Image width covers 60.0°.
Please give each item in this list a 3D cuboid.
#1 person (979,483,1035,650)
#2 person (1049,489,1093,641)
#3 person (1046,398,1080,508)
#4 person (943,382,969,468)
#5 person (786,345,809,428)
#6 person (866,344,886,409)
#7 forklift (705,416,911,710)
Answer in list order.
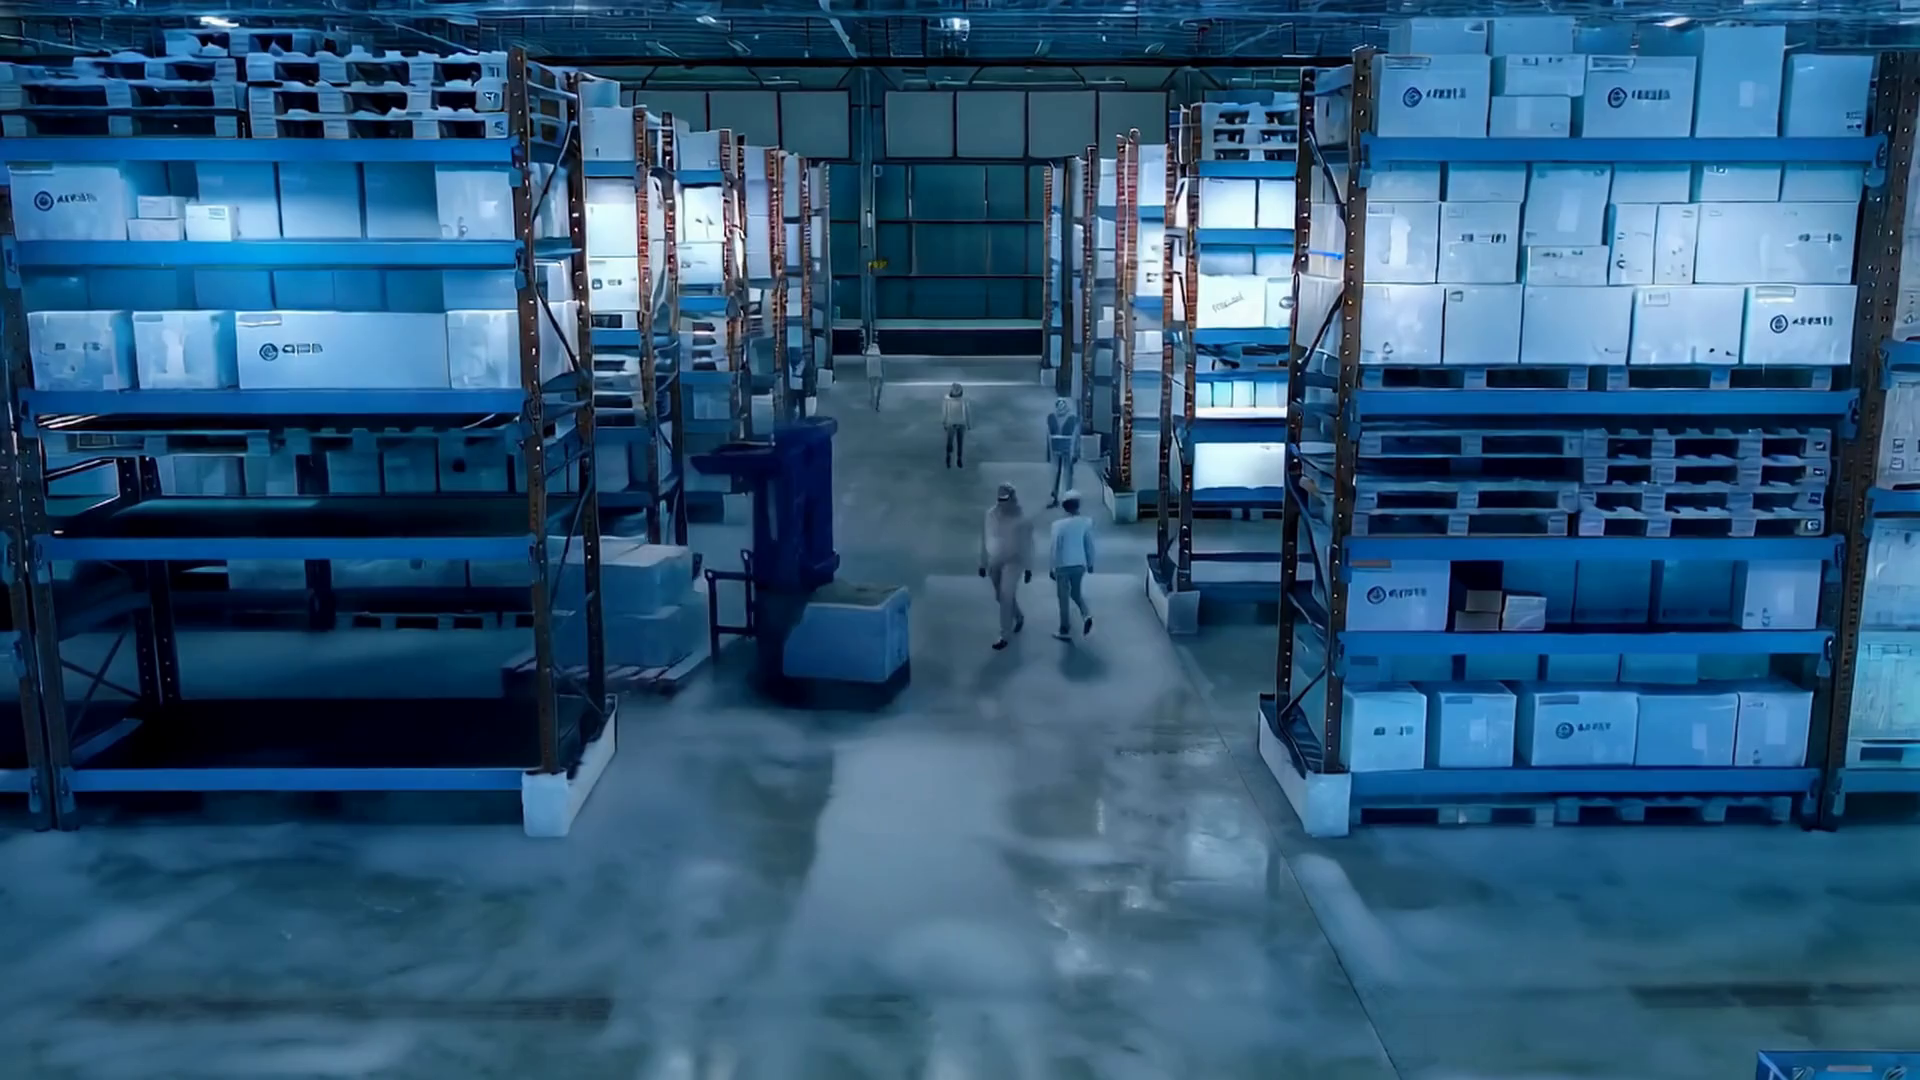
[{"bbox_3d":[0.557,0.251,18.969,0.636,1.876,0.851,7,13,31],"label":"person"},{"bbox_3d":[1.278,0.288,19.082,0.600,1.741,0.451,-7,13,-31],"label":"person"},{"bbox_3d":[1.704,-1.433,27.395,0.563,1.839,0.394,5,12,24],"label":"person"},{"bbox_3d":[-0.073,-2.189,31.651,0.498,1.633,0.278,-3,12,-15],"label":"person"},{"bbox_3d":[-3.590,-3.327,36.587,0.591,1.920,0.393,4,12,19],"label":"person"},{"bbox_3d":[-2.056,-3.970,40.506,0.506,1.619,0.467,0,11,1],"label":"person"},{"bbox_3d":[-1.520,0.186,16.780,1.873,2.768,1.129,3,12,14],"label":"forklift"}]
